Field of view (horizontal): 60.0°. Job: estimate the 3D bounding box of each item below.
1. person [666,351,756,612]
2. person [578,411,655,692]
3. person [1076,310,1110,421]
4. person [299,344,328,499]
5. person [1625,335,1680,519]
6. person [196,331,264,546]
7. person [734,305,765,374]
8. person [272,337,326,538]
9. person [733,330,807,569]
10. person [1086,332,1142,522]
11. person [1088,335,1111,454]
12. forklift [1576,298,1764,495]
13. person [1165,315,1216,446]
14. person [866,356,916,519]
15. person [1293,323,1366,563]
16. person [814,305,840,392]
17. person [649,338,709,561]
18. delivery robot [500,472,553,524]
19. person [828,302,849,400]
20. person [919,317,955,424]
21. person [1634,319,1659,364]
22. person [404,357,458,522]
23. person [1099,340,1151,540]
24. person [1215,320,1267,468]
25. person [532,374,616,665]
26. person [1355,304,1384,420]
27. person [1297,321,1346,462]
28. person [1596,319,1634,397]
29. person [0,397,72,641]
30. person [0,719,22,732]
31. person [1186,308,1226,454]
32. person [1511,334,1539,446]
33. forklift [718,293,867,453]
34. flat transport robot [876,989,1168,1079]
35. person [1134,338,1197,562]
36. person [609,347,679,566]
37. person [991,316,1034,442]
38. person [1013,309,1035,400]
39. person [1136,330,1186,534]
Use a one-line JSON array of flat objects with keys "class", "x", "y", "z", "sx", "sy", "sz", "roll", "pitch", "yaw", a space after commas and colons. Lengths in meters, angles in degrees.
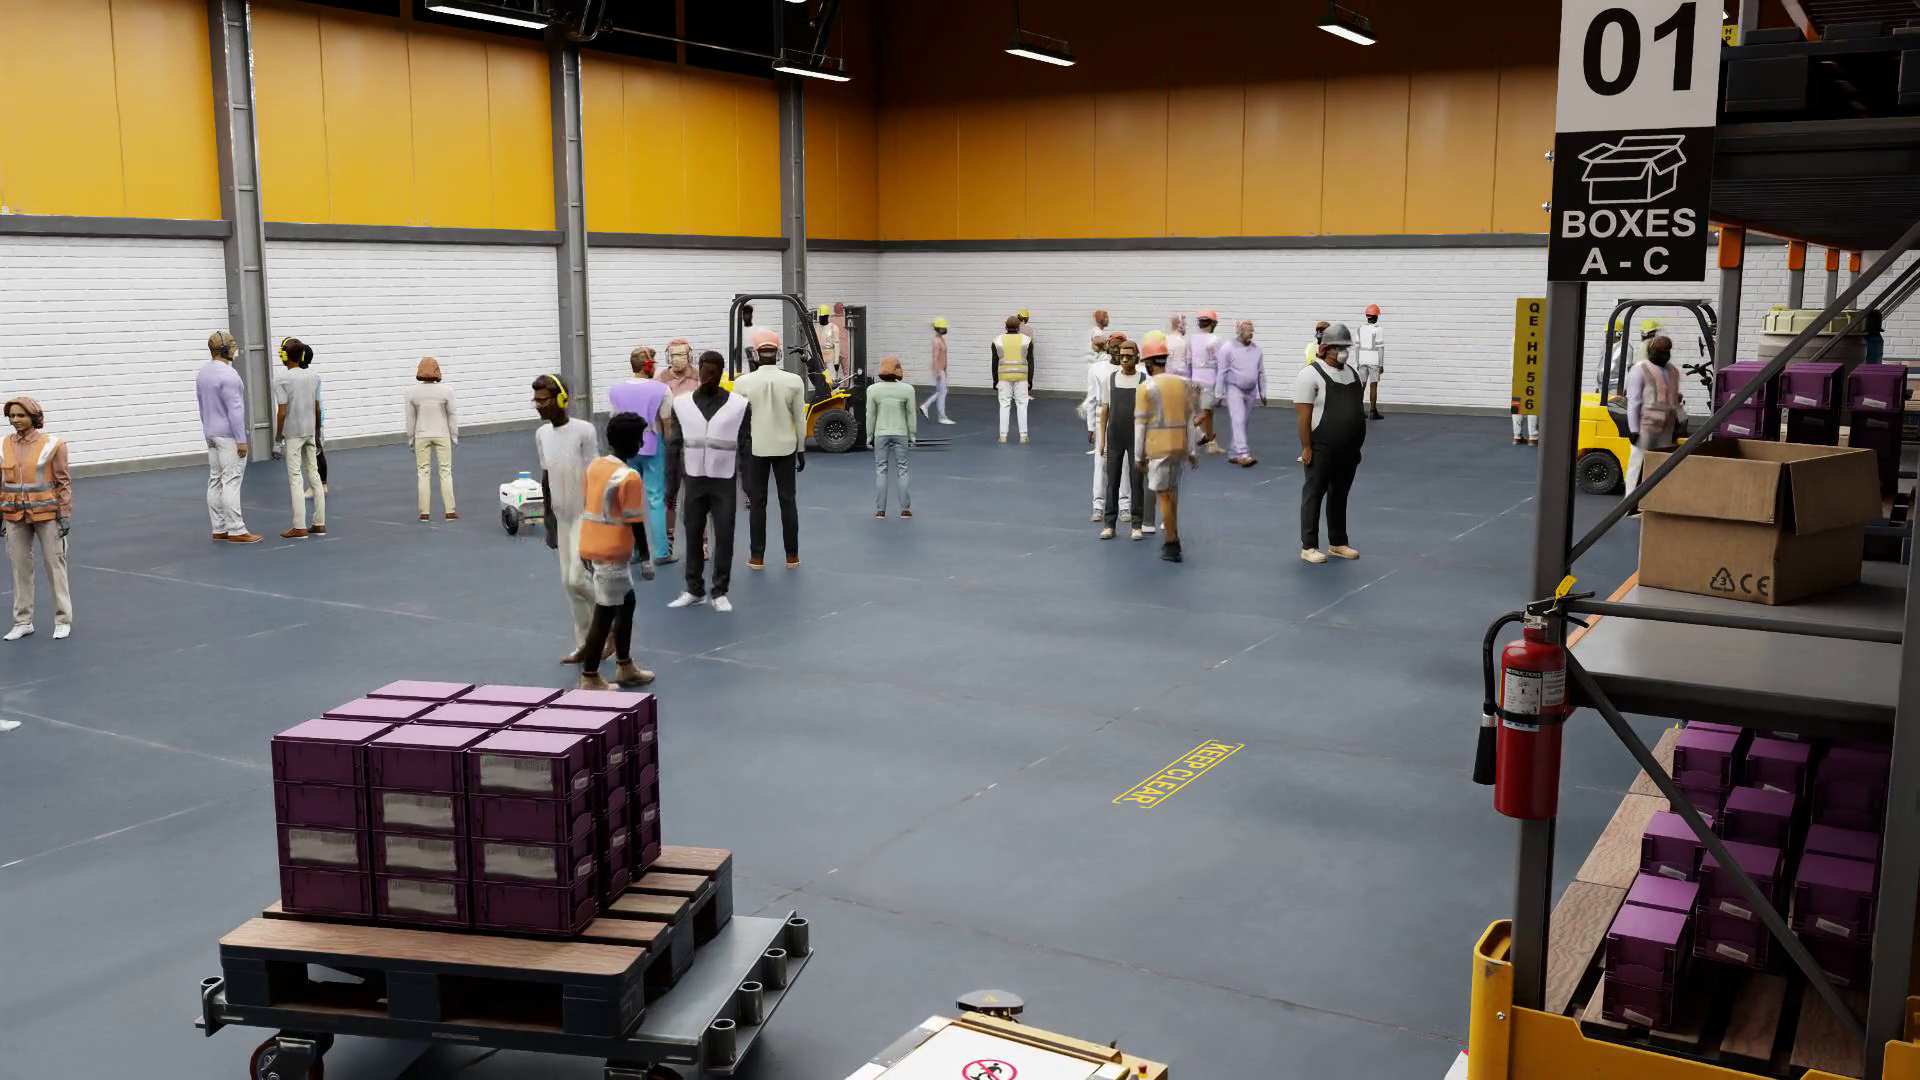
[{"class": "person", "x": -1.853, "y": -0.423, "z": 12.155, "sx": 0.708, "sy": 1.898, "sz": 0.392, "roll": 0, "pitch": 9, "yaw": 2}, {"class": "person", "x": -1.950, "y": 0.088, "z": 9.628, "sx": 0.645, "sy": 1.655, "sz": 0.547, "roll": -6, "pitch": 11, "yaw": -35}, {"class": "person", "x": 2.228, "y": -2.806, "z": 27.077, "sx": 0.495, "sy": 1.864, "sz": 0.596, "roll": 1, "pitch": 9, "yaw": 7}, {"class": "person", "x": -7.133, "y": -1.299, "z": 18.199, "sx": 0.319, "sy": 1.695, "sz": 0.538, "roll": 0, "pitch": 9, "yaw": -2}, {"class": "person", "x": 6.978, "y": -1.137, "z": 16.743, "sx": 0.633, "sy": 1.841, "sz": 0.429, "roll": -4, "pitch": 10, "yaw": -25}, {"class": "person", "x": -6.653, "y": -0.920, "z": 15.079, "sx": 0.627, "sy": 1.941, "sz": 0.371, "roll": 8, "pitch": 12, "yaw": 40}, {"class": "person", "x": -3.610, "y": -3.053, "z": 28.458, "sx": 0.608, "sy": 1.910, "sz": 0.997, "roll": 0, "pitch": 9, "yaw": 1}, {"class": "person", "x": -6.160, "y": -0.946, "z": 15.456, "sx": 0.329, "sy": 1.873, "sz": 0.516, "roll": 5, "pitch": 10, "yaw": 29}, {"class": "person", "x": -1.576, "y": -0.747, "z": 13.837, "sx": 0.609, "sy": 1.991, "sz": 0.384, "roll": -2, "pitch": 9, "yaw": -12}, {"class": "person", "x": 1.538, "y": -1.117, "z": 16.482, "sx": 0.573, "sy": 1.883, "sz": 0.356, "roll": 0, "pitch": 9, "yaw": 3}, {"class": "person", "x": 1.915, "y": -1.937, "z": 22.390, "sx": 0.319, "sy": 1.630, "sz": 0.527, "roll": -1, "pitch": 9, "yaw": -7}, {"class": "forklift", "x": 7.954, "y": -1.589, "z": 18.462, "sx": 2.313, "sy": 2.155, "sz": 1.214, "roll": 5, "pitch": 11, "yaw": 30}, {"class": "person", "x": 3.141, "y": -2.241, "z": 23.558, "sx": 0.960, "sy": 1.855, "sz": 0.673, "roll": -3, "pitch": 10, "yaw": -19}, {"class": "person", "x": -0.691, "y": -1.027, "z": 16.699, "sx": 0.507, "sy": 1.632, "sz": 0.278, "roll": 0, "pitch": 9, "yaw": -1}, {"class": "person", "x": 3.209, "y": -0.832, "z": 14.213, "sx": 0.684, "sy": 2.000, "sz": 0.538, "roll": -6, "pitch": 11, "yaw": -31}, {"class": "person", "x": -2.371, "y": -3.192, "z": 29.370, "sx": 0.600, "sy": 1.913, "sz": 0.430, "roll": 8, "pitch": 12, "yaw": 42}, {"class": "person", "x": -2.379, "y": -0.762, "z": 14.192, "sx": 0.652, "sy": 1.906, "sz": 0.409, "roll": -1, "pitch": 9, "yaw": -5}, {"class": "delivery robot", "x": -4.154, "y": -0.409, "z": 15.904, "sx": 0.477, "sy": 0.478, "sz": 0.707, "roll": -5, "pitch": 11, "yaw": -30}, {"class": "person", "x": -2.334, "y": -3.673, "z": 32.368, "sx": 0.639, "sy": 1.908, "sz": 0.409, "roll": 0, "pitch": 9, "yaw": 0}, {"class": "person", "x": -0.361, "y": -2.758, "z": 27.099, "sx": 0.536, "sy": 1.751, "sz": 0.543, "roll": 1, "pitch": 9, "yaw": 7}, {"class": "person", "x": 10.336, "y": -2.414, "z": 24.891, "sx": 0.590, "sy": 1.792, "sz": 0.929, "roll": -4, "pitch": 10, "yaw": -24}, {"class": "person", "x": -5.230, "y": -0.994, "z": 16.494, "sx": 0.498, "sy": 1.633, "sz": 0.285, "roll": -2, "pitch": 9, "yaw": -12}, {"class": "person", "x": 1.535, "y": -0.916, "z": 15.344, "sx": 0.507, "sy": 1.847, "sz": 0.343, "roll": 2, "pitch": 9, "yaw": 14}, {"class": "person", "x": 3.640, "y": -1.850, "z": 21.120, "sx": 0.671, "sy": 1.863, "sz": 0.890, "roll": -4, "pitch": 10, "yaw": -26}, {"class": "person", "x": -2.406, "y": -0.118, "z": 10.389, "sx": 0.560, "sy": 1.837, "sz": 0.452, "roll": 6, "pitch": 11, "yaw": 35}, {"class": "person", "x": 6.921, "y": -2.996, "z": 28.039, "sx": 0.358, "sy": 1.938, "sz": 0.542, "roll": -8, "pitch": 12, "yaw": -41}, {"class": "person", "x": 4.668, "y": -1.904, "z": 21.521, "sx": 0.625, "sy": 1.847, "sz": 0.429, "roll": 9, "pitch": 13, "yaw": 44}, {"class": "person", "x": 9.065, "y": -2.161, "z": 23.158, "sx": 0.404, "sy": 1.830, "sz": 0.602, "roll": -3, "pitch": 10, "yaw": -19}, {"class": "person", "x": -6.223, "y": -0.144, "z": 11.165, "sx": 0.514, "sy": 1.641, "sz": 0.308, "roll": -1, "pitch": 9, "yaw": -6}, {"class": "person", "x": -5.331, "y": 0.266, "z": 8.670, "sx": 0.520, "sy": 1.623, "sz": 0.608, "roll": 6, "pitch": 11, "yaw": 34}, {"class": "person", "x": 3.233, "y": -2.116, "z": 22.387, "sx": 0.913, "sy": 2.011, "sz": 0.613, "roll": -6, "pitch": 11, "yaw": -33}, {"class": "person", "x": 8.151, "y": -2.311, "z": 23.766, "sx": 0.370, "sy": 1.940, "sz": 0.627, "roll": -6, "pitch": 11, "yaw": -32}, {"class": "forklift", "x": -2.458, "y": -2.344, "z": 23.176, "sx": 2.313, "sy": 2.155, "sz": 1.214, "roll": 0, "pitch": 9, "yaw": -2}, {"class": "flat transport robot", "x": -0.030, "y": 1.610, "z": 4.475, "sx": 0.652, "sy": 0.197, "sz": 1.431, "roll": 5, "pitch": 10, "yaw": 31}, {"class": "person", "x": 1.717, "y": -0.765, "z": 14.233, "sx": 0.586, "sy": 1.899, "sz": 0.604, "roll": -6, "pitch": 11, "yaw": -31}, {"class": "person", "x": -2.670, "y": -0.696, "z": 13.981, "sx": 0.563, "sy": 1.841, "sz": 0.391, "roll": 2, "pitch": 9, "yaw": 13}, {"class": "person", "x": 0.768, "y": -2.334, "z": 24.215, "sx": 0.624, "sy": 1.844, "sz": 0.429, "roll": 0, "pitch": 9, "yaw": 2}, {"class": "person", "x": 1.226, "y": -3.603, "z": 32.367, "sx": 0.533, "sy": 1.767, "sz": 0.312, "roll": 7, "pitch": 11, "yaw": 36}, {"class": "person", "x": 1.847, "y": -1.018, "z": 15.737, "sx": 0.591, "sy": 1.923, "sz": 0.381, "roll": -4, "pitch": 10, "yaw": -23}]
